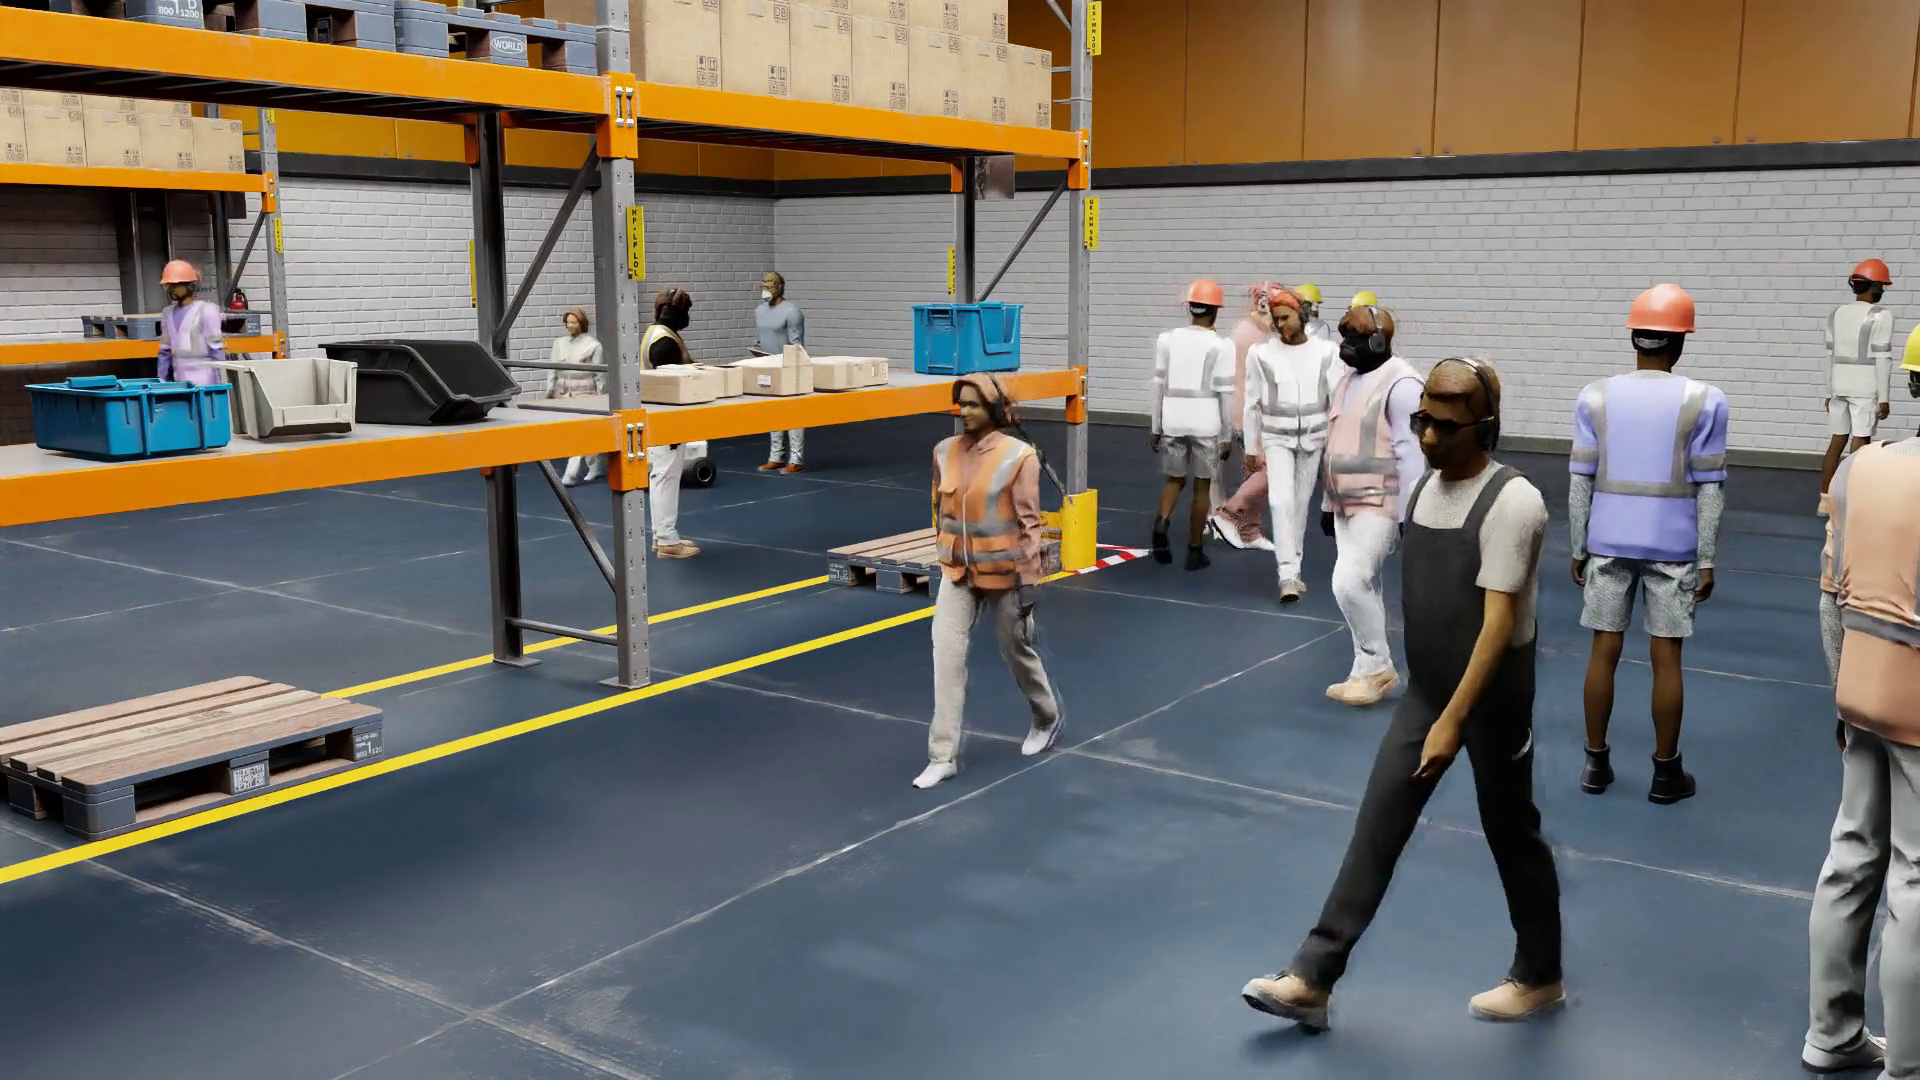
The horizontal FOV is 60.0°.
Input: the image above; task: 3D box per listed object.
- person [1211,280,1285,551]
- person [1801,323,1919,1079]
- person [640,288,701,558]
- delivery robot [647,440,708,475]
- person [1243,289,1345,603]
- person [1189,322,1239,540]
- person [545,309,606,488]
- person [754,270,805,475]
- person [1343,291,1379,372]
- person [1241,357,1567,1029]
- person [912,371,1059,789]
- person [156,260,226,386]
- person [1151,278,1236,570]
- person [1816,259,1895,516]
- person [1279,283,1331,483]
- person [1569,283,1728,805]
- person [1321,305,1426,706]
[{"bbox_3d":[2.065,-0.839,11.486,0.437,1.889,0.657,3,10,19],"label":"person"},{"bbox_3d":[2.283,0.407,3.945,0.371,1.929,0.585,-1,10,-8],"label":"person"},{"bbox_3d":[-1.977,-0.798,11.405,0.430,1.835,0.626,-2,10,-13],"label":"person"},{"bbox_3d":[-2.608,-0.774,14.784,0.707,0.478,0.477,-8,12,-38],"label":"delivery robot"},{"bbox_3d":[2.008,-0.545,9.831,0.610,1.845,0.905,0,10,-3],"label":"person"},{"bbox_3d":[1.772,-0.803,12.105,0.513,1.607,0.581,4,10,20],"label":"person"},{"bbox_3d":[-3.462,-1.289,15.046,0.510,1.595,0.864,4,10,24],"label":"person"},{"bbox_3d":[-1.713,-1.579,15.768,0.368,1.934,0.644,-9,13,-44],"label":"person"},{"bbox_3d":[3.375,-1.198,13.986,0.304,1.772,0.525,-3,10,-16],"label":"person"},{"bbox_3d":[1.230,0.426,4.280,0.965,1.780,0.496,-5,11,-26],"label":"person"},{"bbox_3d":[0.136,0.127,6.580,0.524,1.605,0.829,7,12,35],"label":"person"},{"bbox_3d":[-6.540,-1.320,13.956,0.647,2.017,0.792,5,11,27],"label":"person"},{"bbox_3d":[1.490,-0.730,10.777,0.584,1.917,0.600,6,11,30],"label":"person"},{"bbox_3d":[7.013,-1.160,12.971,0.400,2.037,0.610,-3,10,-15],"label":"person"},{"bbox_3d":[3.128,-1.401,15.024,0.452,1.819,0.627,-7,12,-35],"label":"person"},{"bbox_3d":[2.568,0.016,6.250,0.547,1.938,0.379,7,12,35],"label":"person"},{"bbox_3d":[1.825,-0.144,7.537,0.484,1.824,0.662,-2,10,-14],"label":"person"}]
